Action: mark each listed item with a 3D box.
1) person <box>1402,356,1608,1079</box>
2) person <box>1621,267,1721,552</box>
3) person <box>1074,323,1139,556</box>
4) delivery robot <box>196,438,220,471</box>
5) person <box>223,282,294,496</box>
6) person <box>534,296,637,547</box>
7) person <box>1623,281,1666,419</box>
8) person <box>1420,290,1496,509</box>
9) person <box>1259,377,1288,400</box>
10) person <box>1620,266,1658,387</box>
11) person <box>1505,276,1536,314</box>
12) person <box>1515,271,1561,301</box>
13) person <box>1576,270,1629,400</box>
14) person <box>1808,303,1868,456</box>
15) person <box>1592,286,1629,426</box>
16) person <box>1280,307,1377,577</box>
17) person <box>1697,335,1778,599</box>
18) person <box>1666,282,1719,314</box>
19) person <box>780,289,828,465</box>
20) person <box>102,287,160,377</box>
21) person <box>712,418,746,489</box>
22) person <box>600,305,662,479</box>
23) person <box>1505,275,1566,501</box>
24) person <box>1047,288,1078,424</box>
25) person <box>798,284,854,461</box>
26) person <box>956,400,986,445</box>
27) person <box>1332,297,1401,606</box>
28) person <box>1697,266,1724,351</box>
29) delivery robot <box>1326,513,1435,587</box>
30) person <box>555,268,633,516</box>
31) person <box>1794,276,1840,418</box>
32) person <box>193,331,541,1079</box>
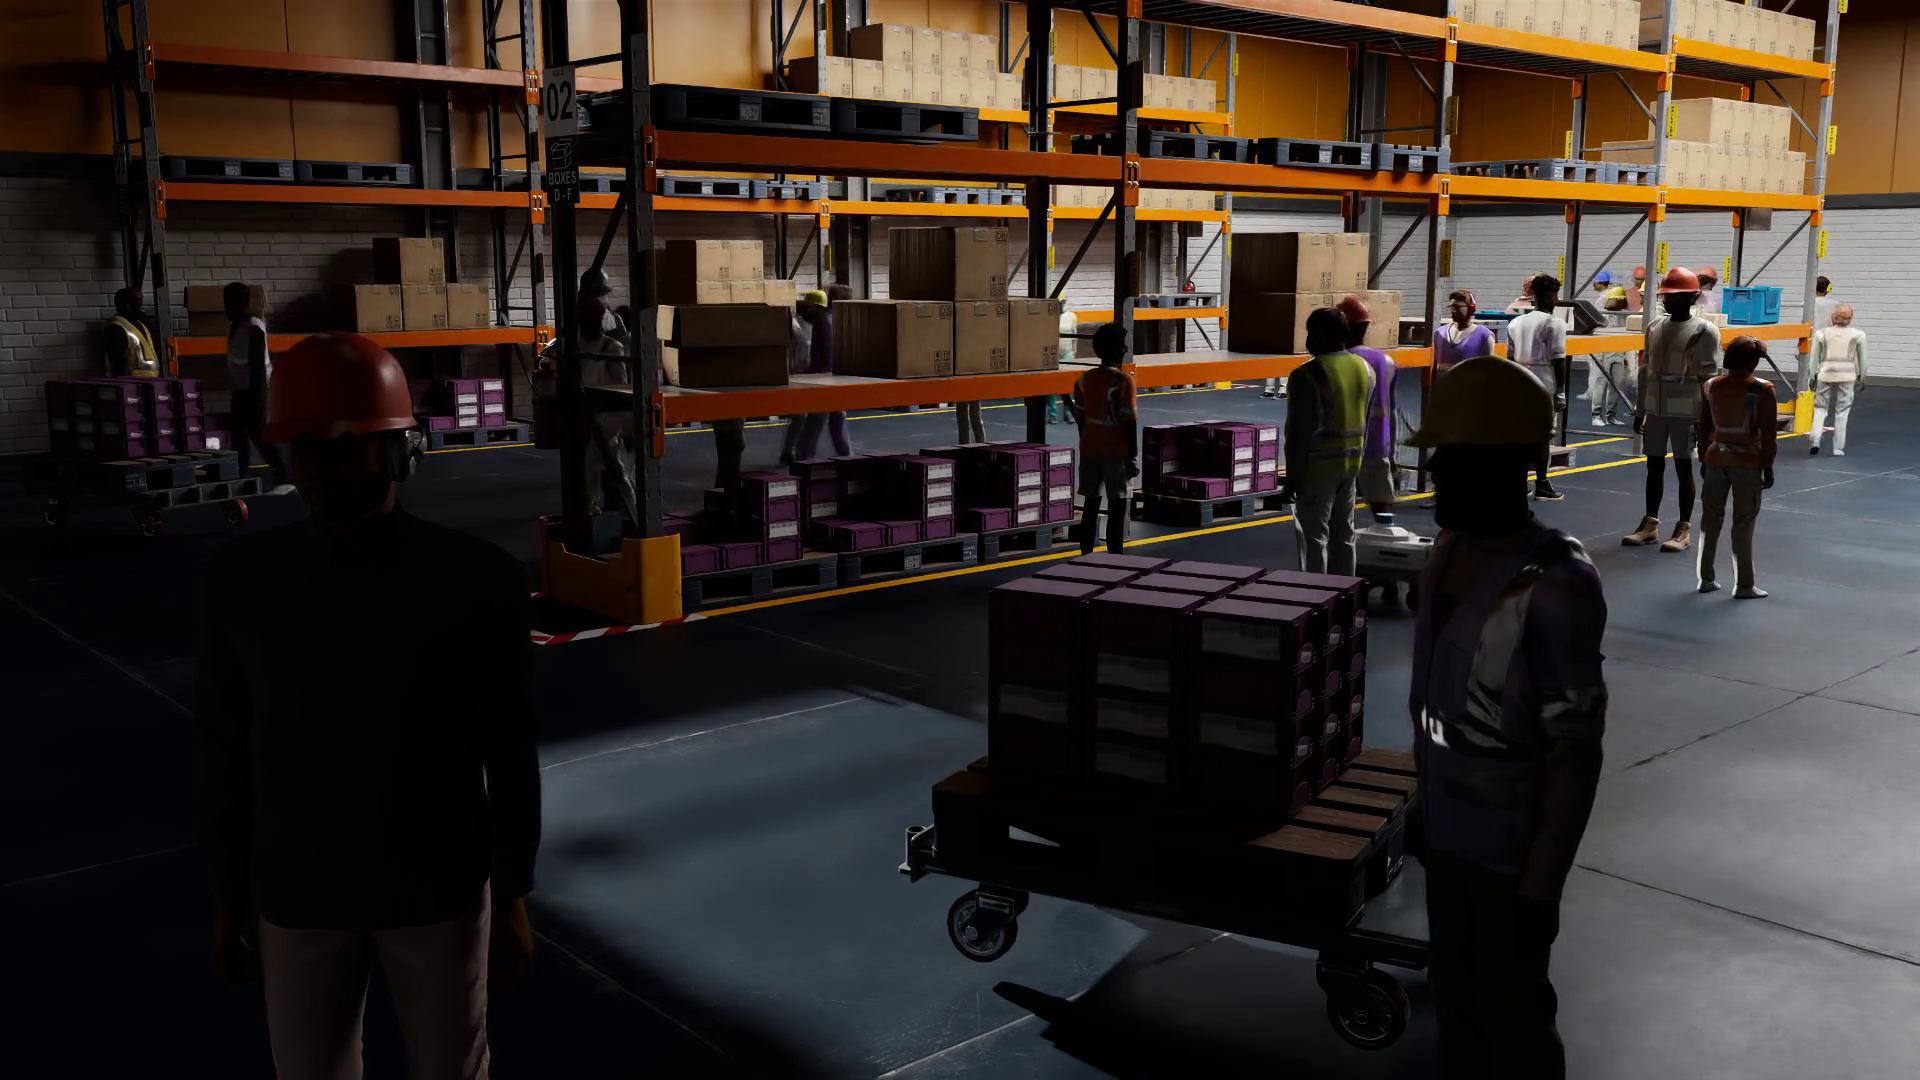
[{"bbox_3d":[1.077,0.586,3.443,0.388,1.926,0.590,-2,10,-9],"label":"person"},{"bbox_3d":[5.134,-0.935,12.007,0.372,2.044,0.607,-6,11,-31],"label":"person"},{"bbox_3d":[0.956,-0.544,10.728,0.319,1.697,0.533,-8,13,-39],"label":"person"},{"bbox_3d":[-7.183,-0.813,15.369,0.477,0.478,0.707,2,10,12],"label":"delivery robot"},{"bbox_3d":[-6.263,-1.307,14.653,0.576,1.926,0.612,-9,13,-42],"label":"person"},{"bbox_3d":[-2.662,-0.816,11.915,0.972,1.831,0.613,-8,12,-37],"label":"person"},{"bbox_3d":[8.969,-2.493,21.742,0.404,1.833,0.588,0,10,1],"label":"person"},{"bbox_3d":[4.166,-1.151,13.840,0.393,1.847,0.563,-8,13,-39],"label":"person"},{"bbox_3d":[4.674,-2.987,24.680,0.404,1.824,0.586,-8,13,-39],"label":"person"},{"bbox_3d":[11.133,-3.515,27.340,0.607,1.969,0.887,1,10,4],"label":"person"},{"bbox_3d":[6.441,-2.025,18.831,0.401,1.900,0.634,-6,11,-30],"label":"person"},{"bbox_3d":[7.095,-2.329,20.473,0.629,1.940,0.372,3,10,15],"label":"person"},{"bbox_3d":[9.547,-3.026,24.601,0.658,1.931,0.616,2,10,13],"label":"person"},{"bbox_3d":[9.296,-1.686,17.624,0.546,1.632,0.371,7,12,34],"label":"person"},{"bbox_3d":[8.179,-2.296,20.847,0.485,1.746,0.289,-4,10,-21],"label":"person"},{"bbox_3d":[2.023,-0.375,9.314,0.627,1.845,0.429,-8,12,-38],"label":"person"},{"bbox_3d":[4.835,-0.454,10.374,0.309,1.640,0.513,-6,11,-32],"label":"person"},{"bbox_3d":[9.161,-2.382,20.948,0.680,1.873,0.708,8,12,38],"label":"person"},{"bbox_3d":[-1.573,-1.628,16.801,0.540,1.788,0.612,7,12,34],"label":"person"},{"bbox_3d":[-7.523,-1.374,15.166,0.430,1.843,0.626,-1,10,-6],"label":"person"},{"bbox_3d":[-1.689,-0.785,12.322,0.278,1.633,0.498,-4,10,-20],"label":"person"},{"bbox_3d":[-3.202,-1.415,15.943,0.561,1.643,0.866,3,10,18],"label":"person"},{"bbox_3d":[5.037,-1.322,14.519,0.375,1.959,0.600,-6,11,-31],"label":"person"},{"bbox_3d":[1.224,-2.303,20.932,0.540,1.726,0.559,-2,10,-12],"label":"person"},{"bbox_3d":[-1.175,-1.458,15.648,0.811,1.858,0.673,-1,10,-8],"label":"person"},{"bbox_3d":[0.070,-1.521,15.944,0.312,1.869,0.538,-8,12,-38],"label":"person"},{"bbox_3d":[2.490,-0.553,10.317,0.565,1.875,0.844,-4,10,-21],"label":"person"},{"bbox_3d":[10.211,-2.787,23.019,1.003,2.001,0.607,-6,11,-32],"label":"person"},{"bbox_3d":[2.587,0.079,10.149,0.707,0.478,0.477,7,12,34],"label":"delivery robot"},{"bbox_3d":[-2.953,-1.228,13.729,0.539,2.000,0.688,7,12,34],"label":"person"},{"bbox_3d":[11.295,-2.541,21.939,0.520,1.865,0.335,2,10,12],"label":"person"},{"bbox_3d":[-1.067,0.624,3.018,0.608,1.995,0.377,-1,10,-4],"label":"person"}]
